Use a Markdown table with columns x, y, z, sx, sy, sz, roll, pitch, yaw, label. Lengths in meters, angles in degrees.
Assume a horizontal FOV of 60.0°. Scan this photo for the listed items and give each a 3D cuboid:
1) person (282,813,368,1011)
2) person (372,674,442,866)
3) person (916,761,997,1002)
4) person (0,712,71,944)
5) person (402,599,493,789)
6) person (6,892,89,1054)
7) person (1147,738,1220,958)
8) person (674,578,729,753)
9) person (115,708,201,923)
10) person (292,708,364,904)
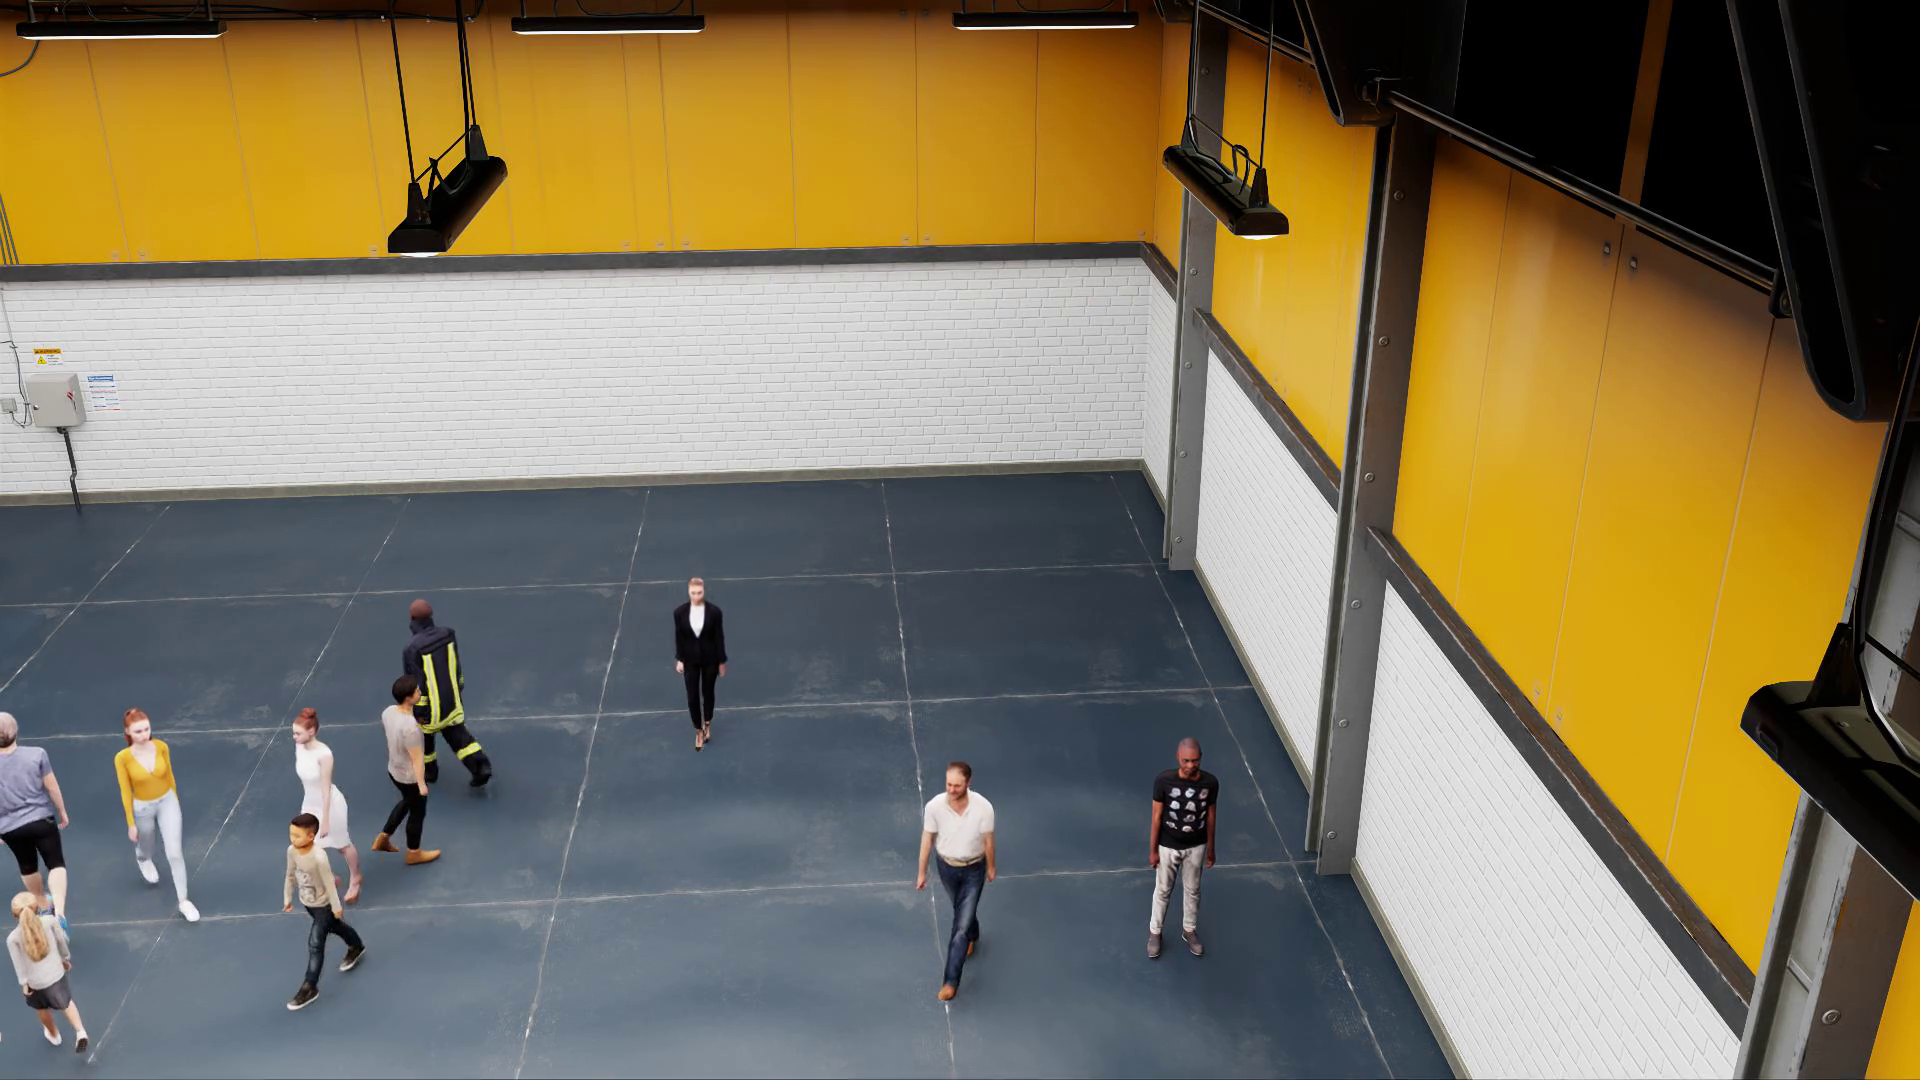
| x | y | z | sx | sy | sz | roll | pitch | yaw | label |
| --- | --- | --- | --- | --- | --- | --- | --- | --- | --- |
| -4.618 | 2.605 | 12.130 | 0.925 | 1.433 | 1.055 | 14 | 27 | 29 | person |
| -4.526 | 1.892 | 13.425 | 0.888 | 1.701 | 0.848 | -20 | 31 | -38 | person |
| 0.037 | 2.359 | 12.220 | 1.023 | 1.811 | 1.306 | 8 | 25 | 17 | person |
| -7.021 | 2.191 | 12.535 | 0.898 | 1.867 | 1.170 | -10 | 26 | -23 | person |
| -4.510 | 1.374 | 14.496 | 1.224 | 1.792 | 1.236 | 15 | 28 | 30 | person |
| -6.278 | 3.001 | 11.439 | 0.853 | 1.261 | 0.780 | 20 | 31 | 39 | person |
| 1.658 | 2.271 | 12.428 | 0.654 | 1.805 | 0.594 | -1 | 24 | -2 | person |
| -2.372 | 1.086 | 15.281 | 0.639 | 1.692 | 0.630 | -2 | 24 | -6 | person |
| -6.309 | 2.100 | 12.923 | 1.189 | 1.723 | 1.060 | 22 | 32 | 40 | person |
| -4.845 | 2.059 | 12.946 | 0.758 | 1.779 | 0.811 | 12 | 26 | 26 | person |
